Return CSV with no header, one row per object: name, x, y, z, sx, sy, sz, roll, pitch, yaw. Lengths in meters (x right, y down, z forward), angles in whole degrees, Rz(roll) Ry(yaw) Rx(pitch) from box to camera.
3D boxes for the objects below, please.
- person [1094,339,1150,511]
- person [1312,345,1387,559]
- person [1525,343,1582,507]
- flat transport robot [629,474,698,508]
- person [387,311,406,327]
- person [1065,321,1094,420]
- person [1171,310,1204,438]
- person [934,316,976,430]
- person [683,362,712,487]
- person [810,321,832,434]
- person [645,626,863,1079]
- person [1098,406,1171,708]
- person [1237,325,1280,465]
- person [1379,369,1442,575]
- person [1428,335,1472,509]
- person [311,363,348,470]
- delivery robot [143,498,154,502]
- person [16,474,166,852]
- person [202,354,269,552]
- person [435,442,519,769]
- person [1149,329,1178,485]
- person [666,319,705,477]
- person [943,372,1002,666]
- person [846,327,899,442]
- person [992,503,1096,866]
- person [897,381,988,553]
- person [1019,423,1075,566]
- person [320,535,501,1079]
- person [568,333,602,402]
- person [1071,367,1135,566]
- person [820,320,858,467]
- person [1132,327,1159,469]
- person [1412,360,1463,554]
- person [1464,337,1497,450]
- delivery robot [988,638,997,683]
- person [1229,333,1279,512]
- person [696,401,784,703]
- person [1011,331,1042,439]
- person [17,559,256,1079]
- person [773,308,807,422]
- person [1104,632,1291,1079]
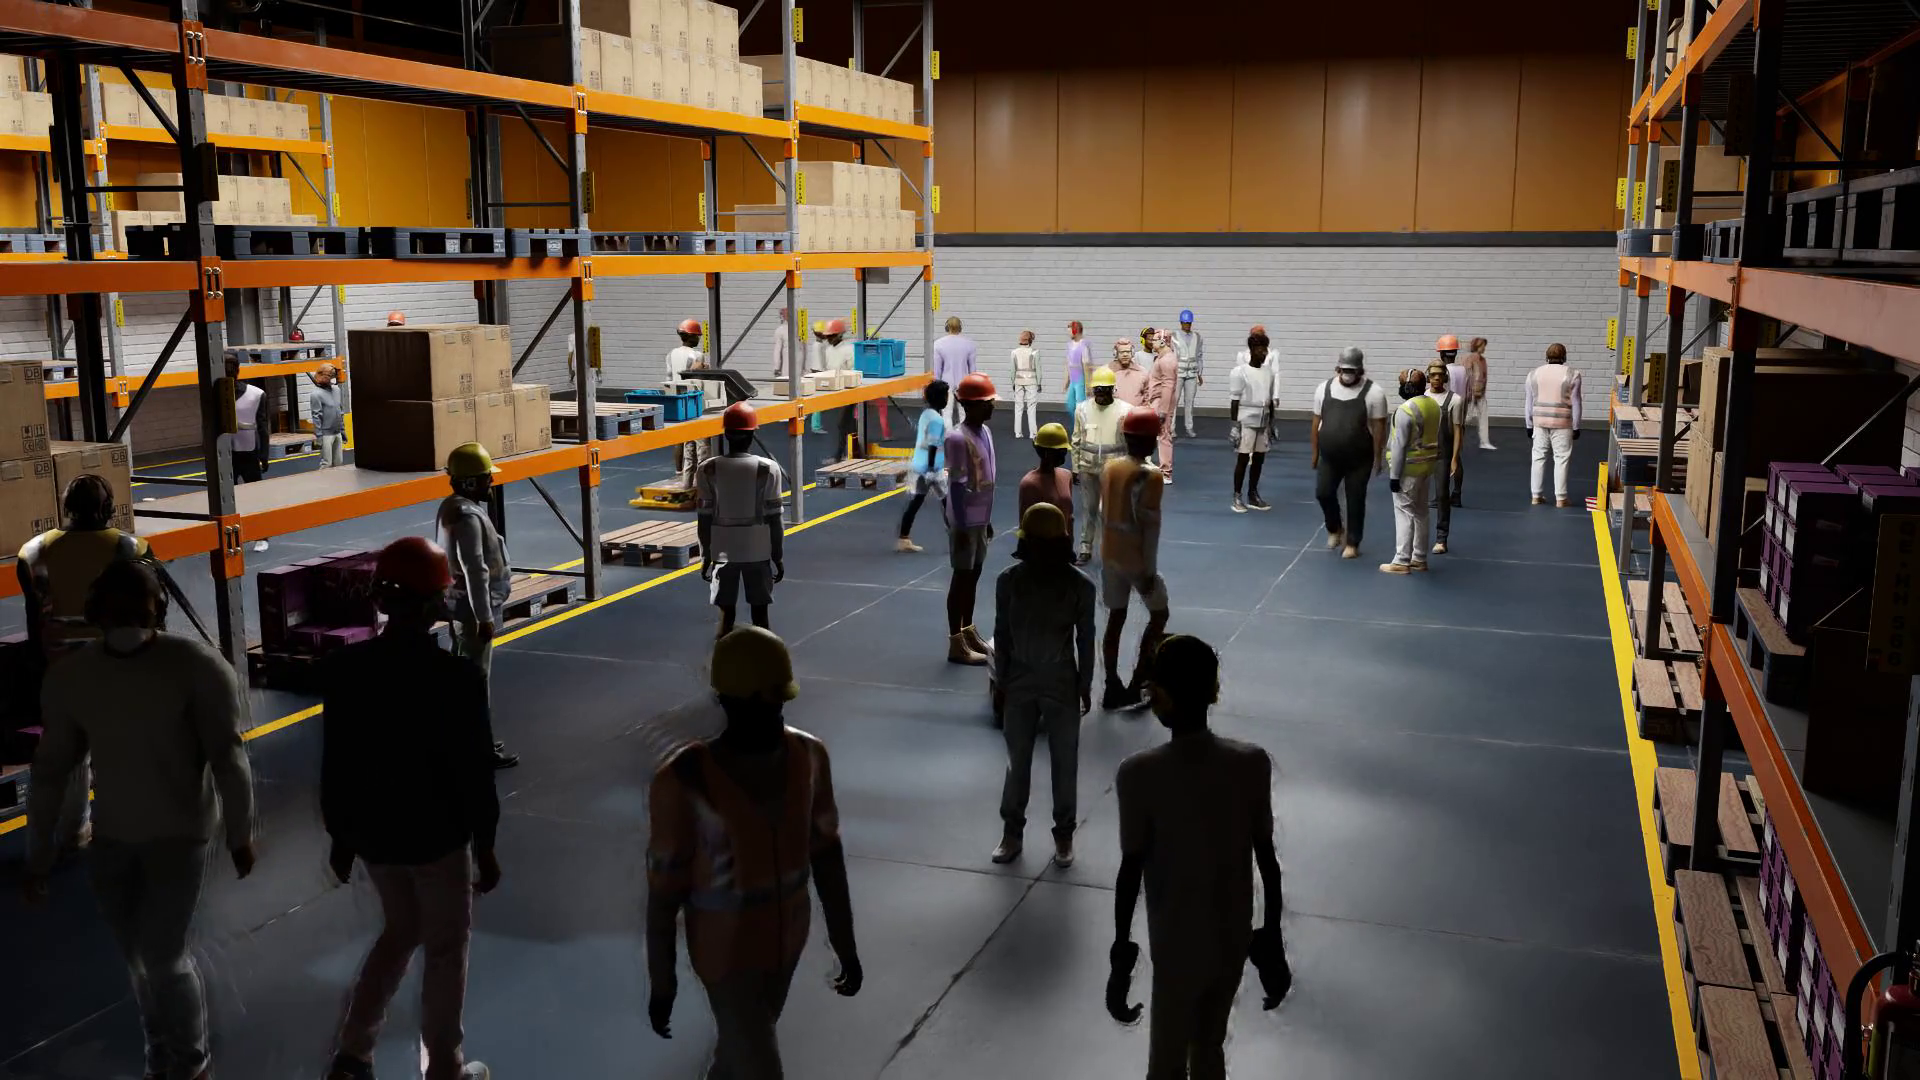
person,1.793,-1.243,18.307,0.668,1.933,0.484,-2,10,-11
person,3.606,-0.837,15.536,0.700,2.000,0.541,5,11,26
person,6.655,-1.287,18.667,0.628,1.838,0.429,8,13,39
flat transport robot,-3.127,-0.564,18.980,0.652,0.197,1.431,4,11,20
person,-7.918,-2.236,23.539,0.610,1.996,0.378,-3,10,-16
person,1.791,-2.297,24.361,0.428,1.823,0.642,-3,10,-16
person,3.414,-2.500,25.272,0.619,1.911,0.415,-2,10,-13
person,-0.082,-2.159,23.267,0.635,1.937,0.352,-2,10,-14
person,-2.902,-1.160,18.501,0.515,1.634,0.311,8,13,37
person,-2.174,-2.507,25.807,0.349,1.742,0.553,0,10,-1
person,-0.544,1.164,4.722,0.974,1.870,0.609,10,14,44
person,1.102,0.113,10.520,0.518,1.916,0.554,-9,13,-40
person,4.012,-1.970,22.449,0.578,1.861,0.834,1,10,5
person,4.017,-0.609,14.846,0.624,1.836,0.429,-10,14,-44
person,5.398,-1.308,18.485,0.552,1.933,0.368,-6,12,-31
person,-7.019,-1.163,18.547,0.299,1.622,0.503,2,10,12
delivery robot,-7.578,-0.147,15.569,0.477,0.478,0.707,-6,12,-28
person,-4.161,0.595,8.058,0.621,1.837,0.429,-2,10,-11
person,-6.878,-0.823,15.841,0.592,1.909,0.408,-1,10,-6
person,-2.725,0.365,9.349,0.404,1.835,0.588,-5,11,-26
person,2.457,-1.627,20.362,0.408,1.906,0.653,1,10,6
person,-3.247,-1.642,20.070,0.615,2.038,0.395,8,13,37
person,0.103,-0.156,11.689,0.387,2.045,0.605,4,11,20
person,-1.338,-2.284,24.566,0.883,1.728,0.532,-8,13,-38
person,0.389,0.680,7.843,0.485,1.739,0.314,3,10,15
person,-0.193,-0.685,15.761,0.877,1.641,0.545,-3,10,-16
person,0.591,0.087,11.133,0.351,1.756,0.518,9,13,40
person,-1.823,0.972,5.513,0.620,1.979,0.522,4,11,21
person,-5.845,-2.594,25.933,0.535,1.861,0.309,1,10,3
person,1.300,-0.663,15.141,0.599,1.830,0.404,3,10,14
person,-1.611,-1.933,22.009,0.816,1.945,0.653,-7,12,-35
person,2.419,-1.811,21.516,0.535,1.863,0.309,-8,13,-39
person,4.497,-0.792,15.825,0.515,1.845,0.333,7,12,36
person,7.372,-2.114,23.928,0.533,1.616,0.737,-10,14,-44
delivery robot,0.412,0.778,10.359,0.477,0.478,0.707,-2,10,-13
person,3.215,-1.289,18.304,0.679,1.959,0.368,-6,12,-32
person,-1.398,0.081,10.654,0.551,1.934,0.372,0,10,-2
person,1.003,-2.334,25.095,0.514,1.639,0.310,6,12,30
person,-2.693,1.007,5.453,0.641,1.922,0.530,2,10,12
person,-2.814,-2.894,27.562,0.673,1.885,0.432,-10,14,-43
person,0.718,1.194,4.682,0.567,1.839,0.683,-5,11,-27
